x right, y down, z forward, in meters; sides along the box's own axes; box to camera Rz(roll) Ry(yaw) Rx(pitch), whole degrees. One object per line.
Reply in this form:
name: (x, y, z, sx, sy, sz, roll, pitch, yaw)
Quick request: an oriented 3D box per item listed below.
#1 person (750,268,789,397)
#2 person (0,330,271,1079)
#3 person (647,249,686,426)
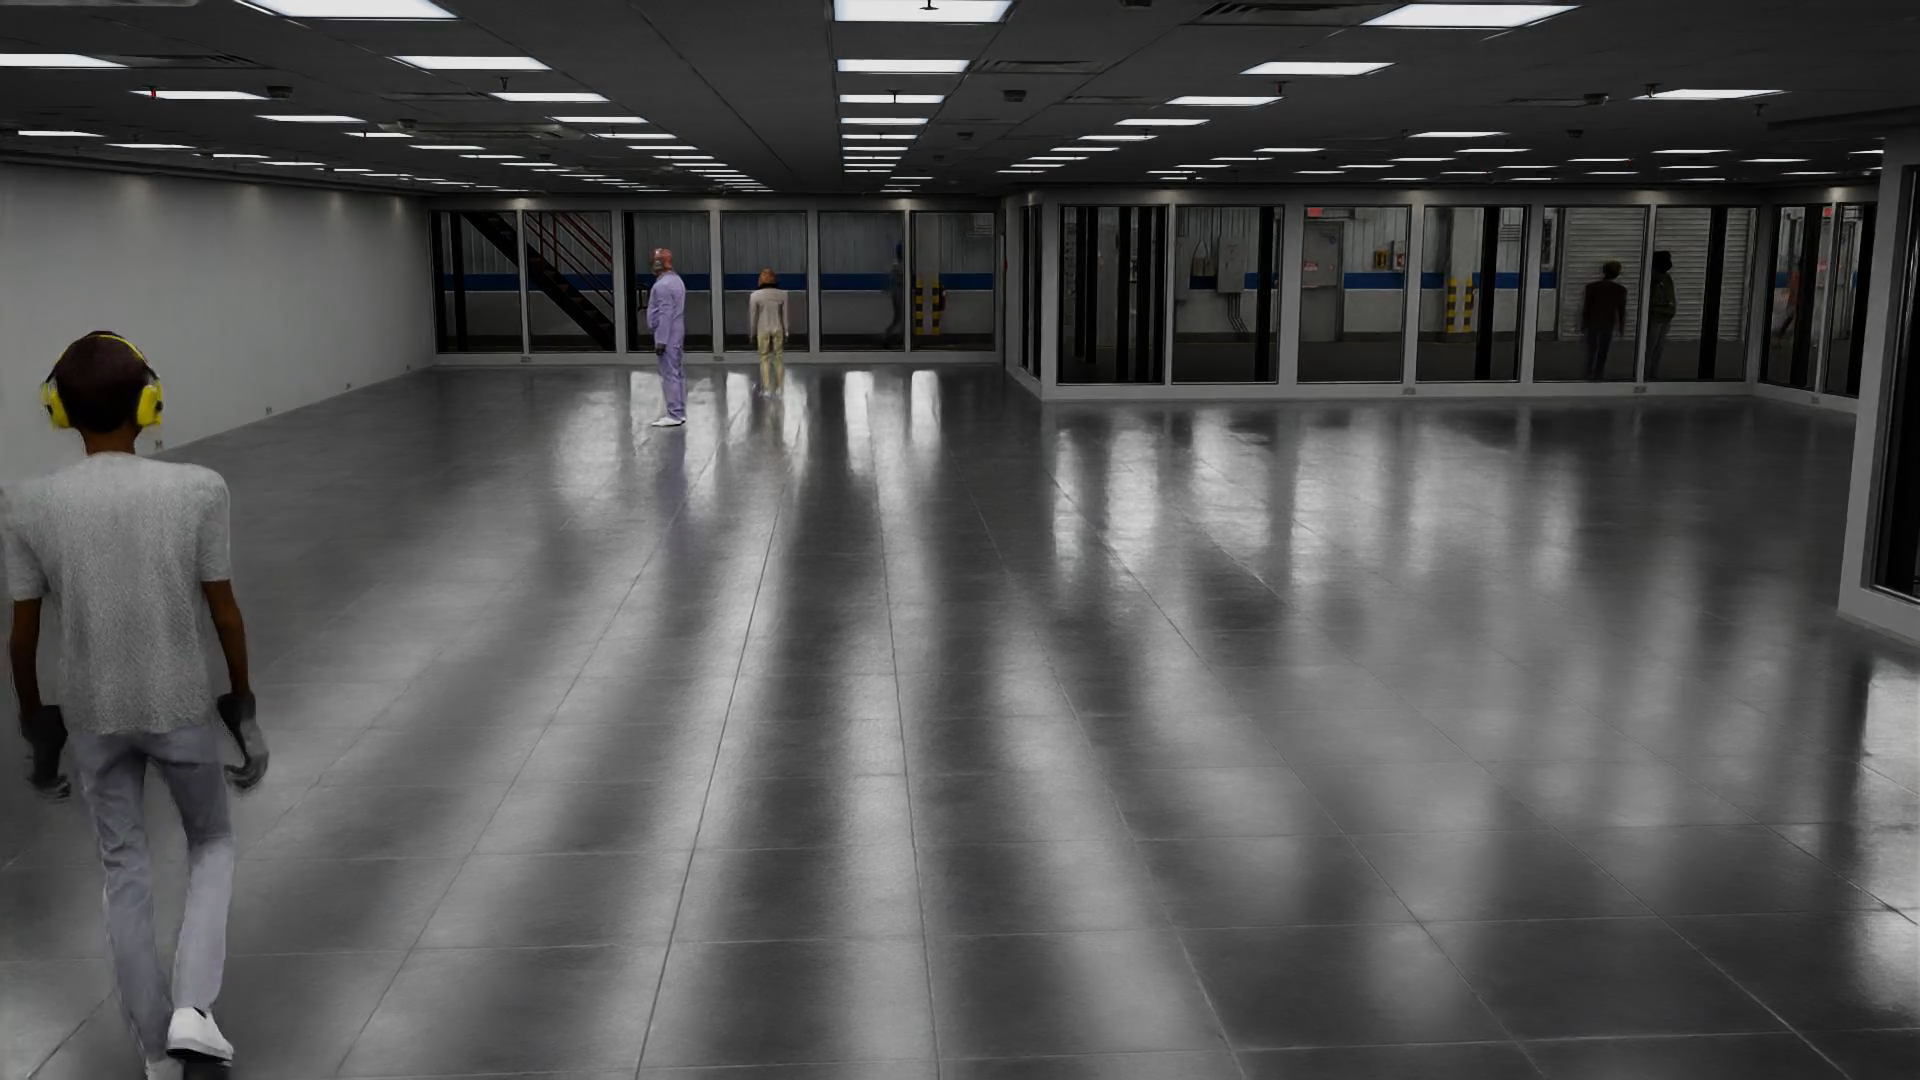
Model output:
person: (-2.408, -2.625, 21.081, 0.507, 1.632, 0.265, -4, 11, -18)
person: (-1.966, 0.429, 4.012, 0.558, 1.856, 0.384, -4, 11, -19)
person: (-3.178, -2.180, 17.955, 0.399, 1.905, 0.643, 1, 11, 5)
